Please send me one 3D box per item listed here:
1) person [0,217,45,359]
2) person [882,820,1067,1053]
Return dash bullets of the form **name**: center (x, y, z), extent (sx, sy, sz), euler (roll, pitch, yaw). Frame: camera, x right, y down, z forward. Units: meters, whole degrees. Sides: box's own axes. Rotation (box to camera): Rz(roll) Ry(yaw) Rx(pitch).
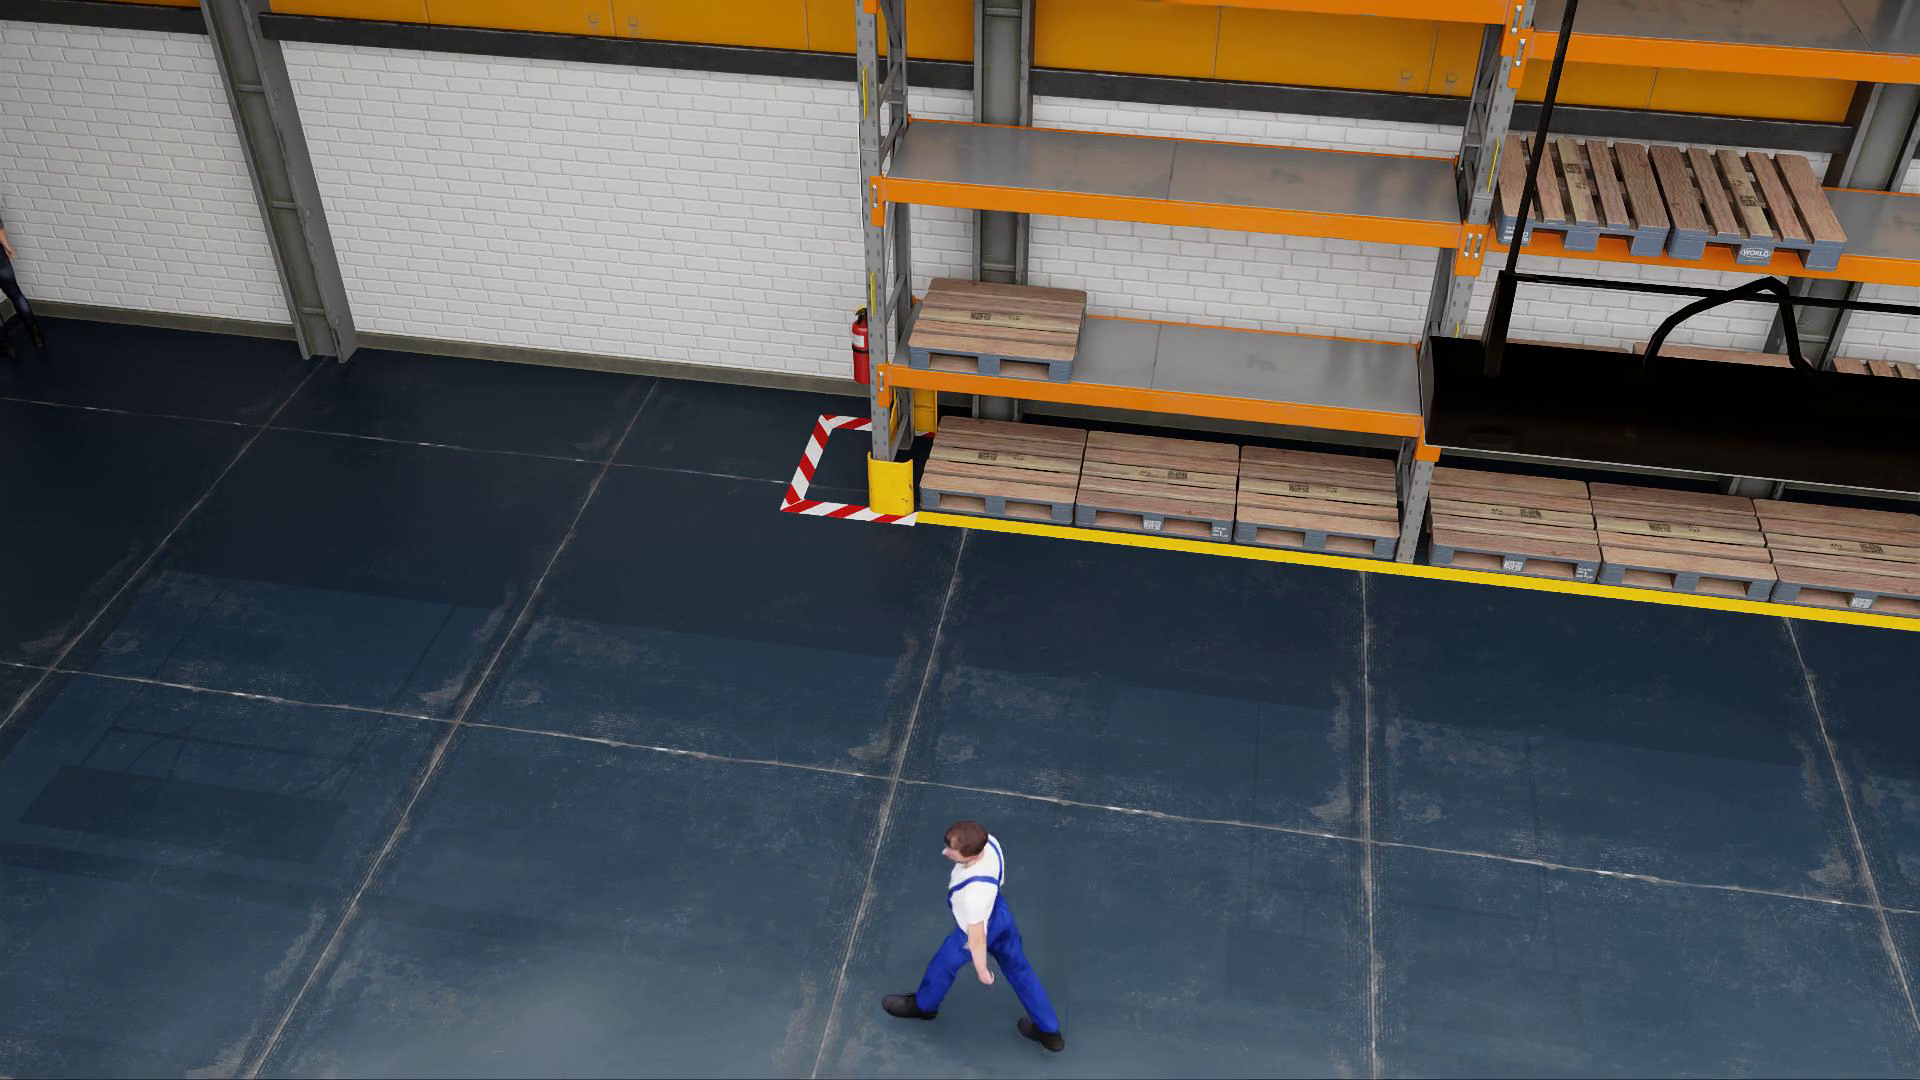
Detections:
- **person**: center (-8.365, -2.439, 14.213), extent (0.781, 1.897, 0.797), euler (-31, 48, -33)
- **person**: center (0.194, 2.074, 8.643), extent (1.329, 1.796, 0.896), euler (14, 41, 17)
